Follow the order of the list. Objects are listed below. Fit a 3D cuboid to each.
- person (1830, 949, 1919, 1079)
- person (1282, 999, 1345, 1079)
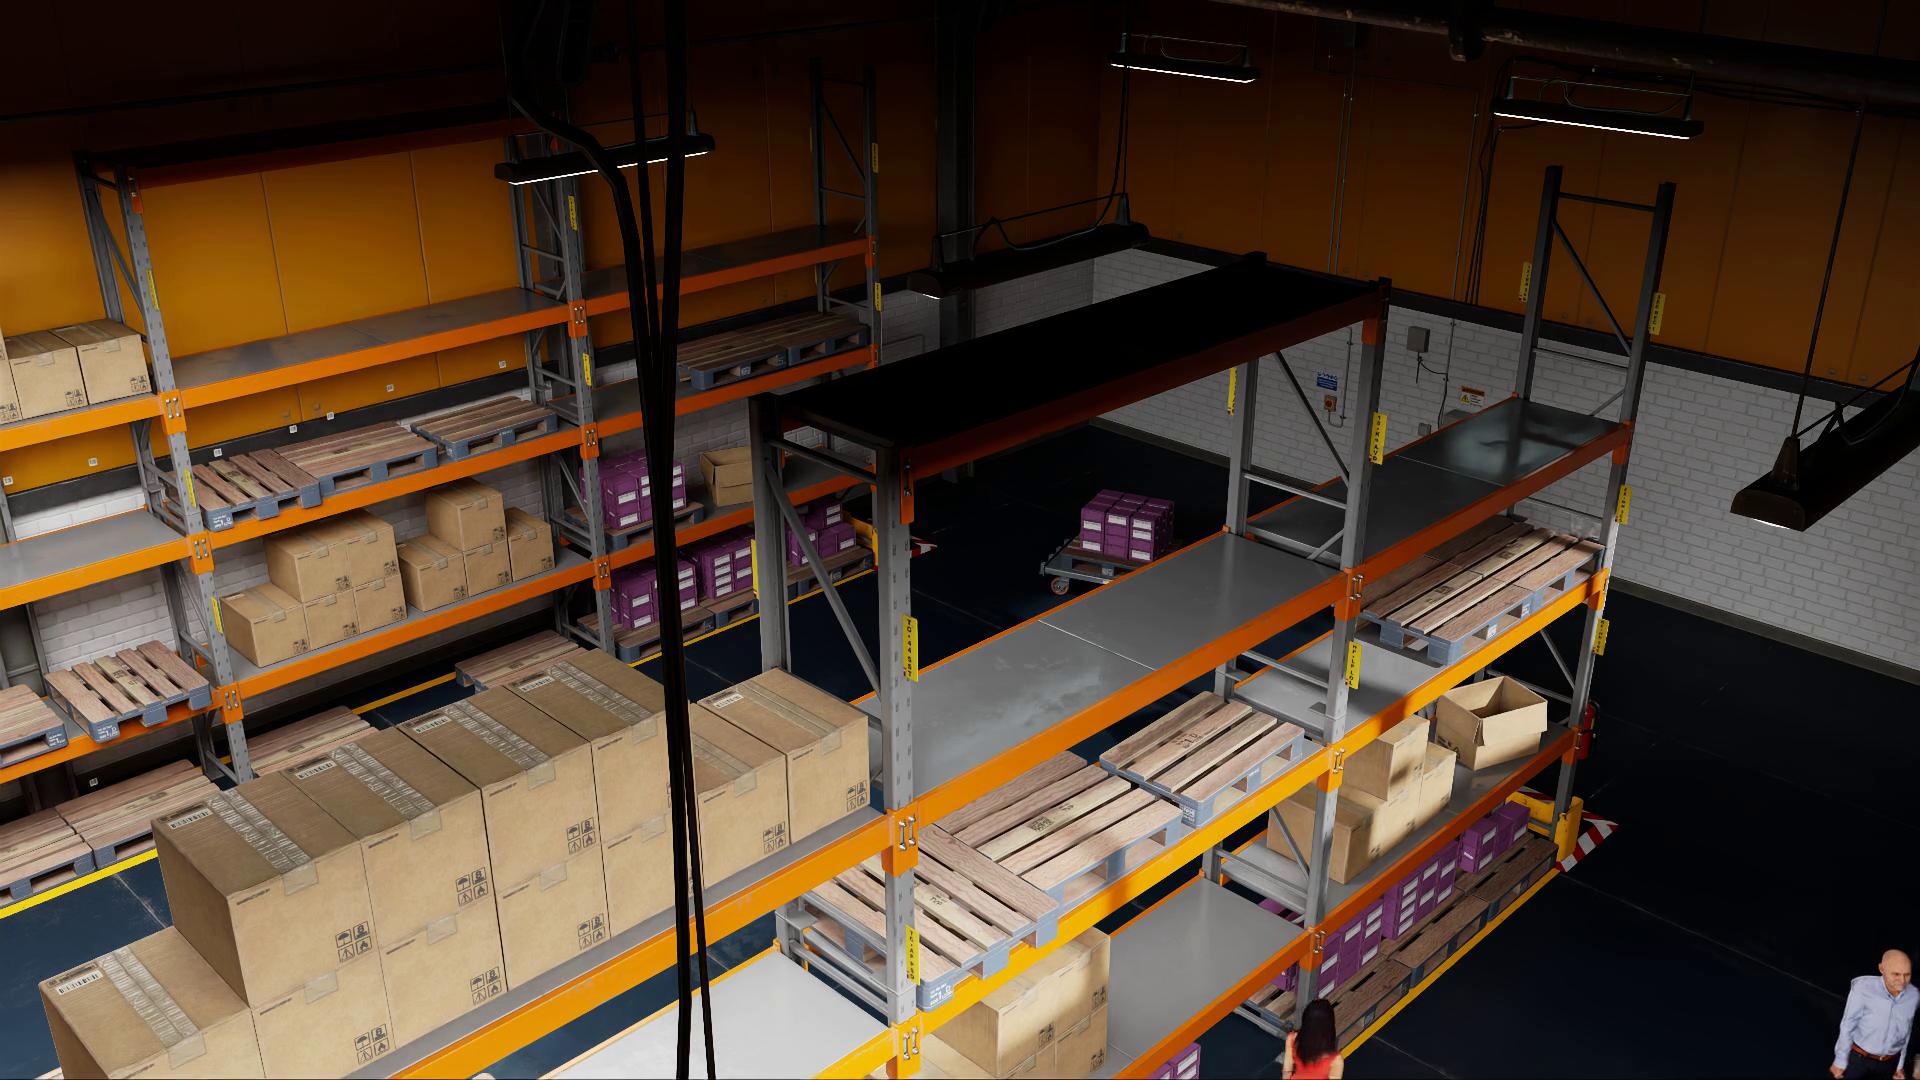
[{"bbox_3d":[6.095,3.487,11.160,0.727,1.791,0.782,1,24,2],"label":"person"},{"bbox_3d":[2.213,3.728,10.744,0.710,1.683,1.052,17,29,34],"label":"person"}]
